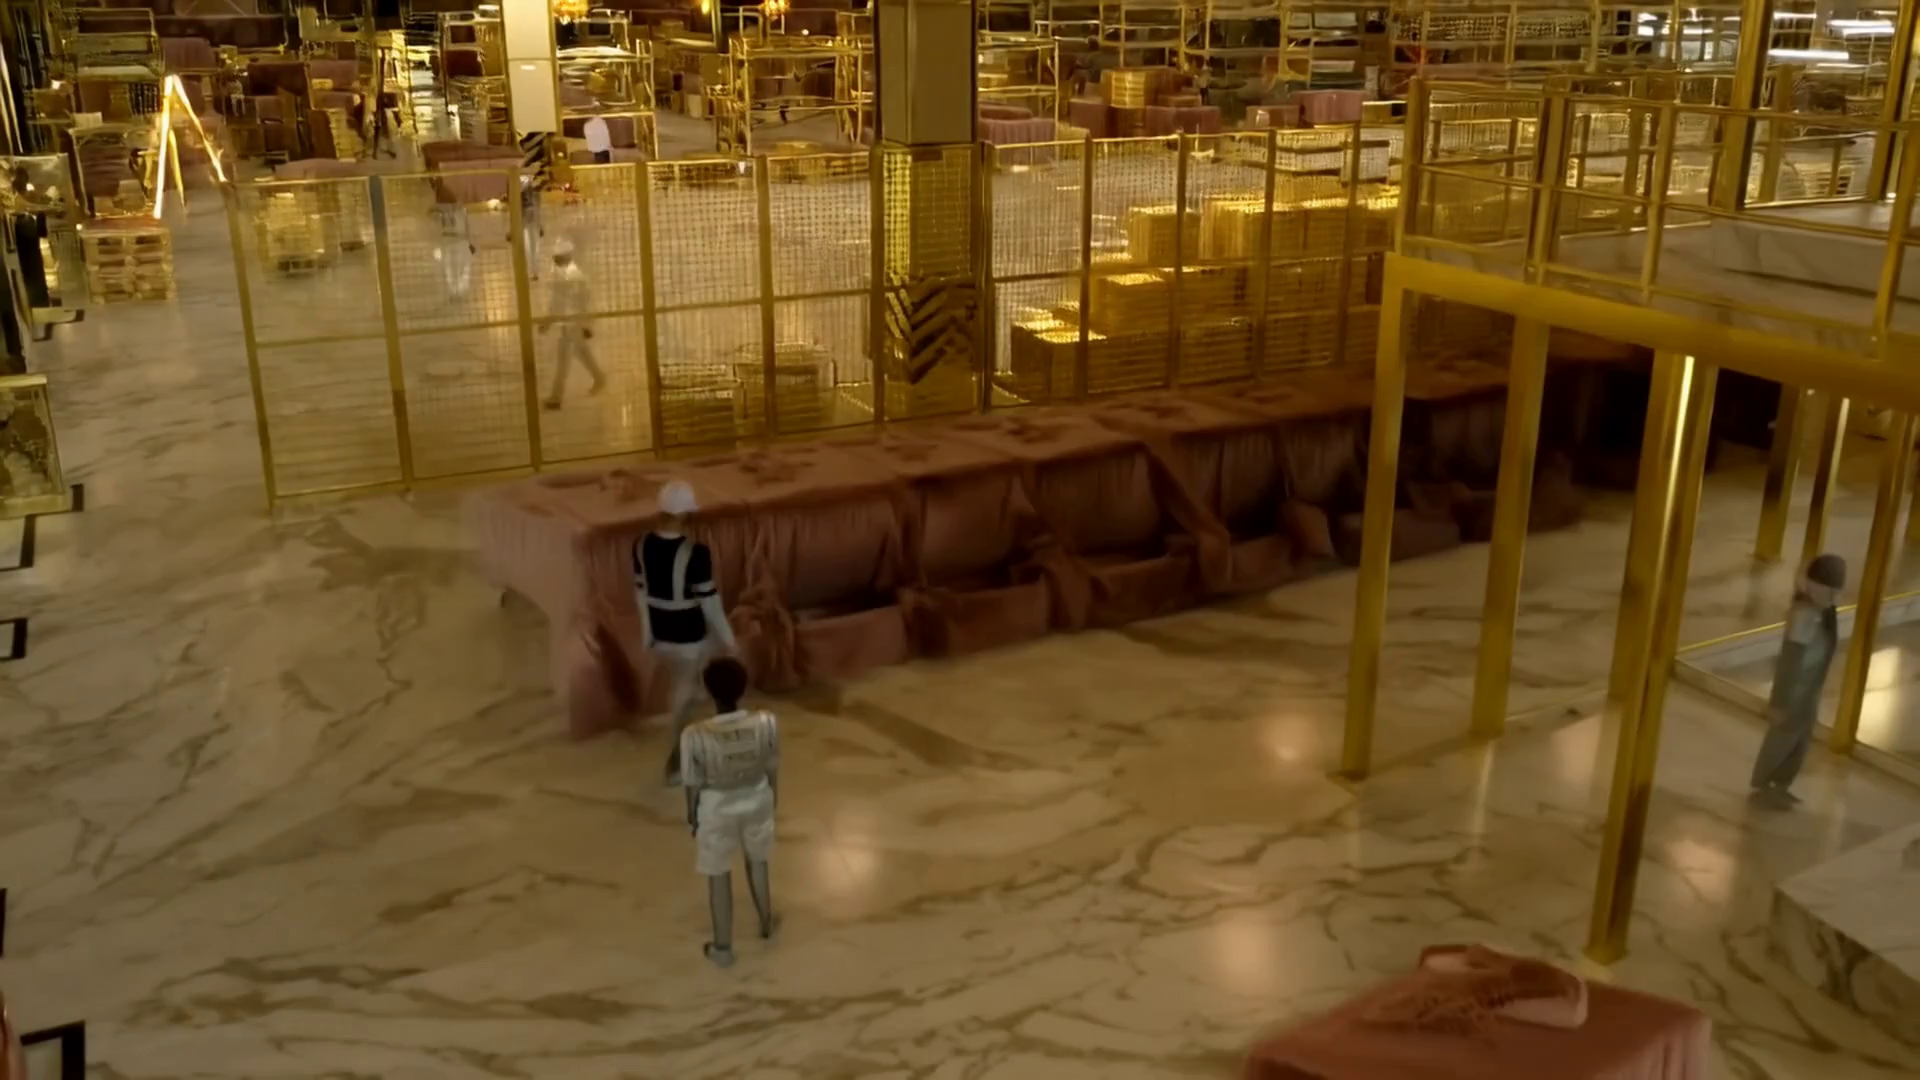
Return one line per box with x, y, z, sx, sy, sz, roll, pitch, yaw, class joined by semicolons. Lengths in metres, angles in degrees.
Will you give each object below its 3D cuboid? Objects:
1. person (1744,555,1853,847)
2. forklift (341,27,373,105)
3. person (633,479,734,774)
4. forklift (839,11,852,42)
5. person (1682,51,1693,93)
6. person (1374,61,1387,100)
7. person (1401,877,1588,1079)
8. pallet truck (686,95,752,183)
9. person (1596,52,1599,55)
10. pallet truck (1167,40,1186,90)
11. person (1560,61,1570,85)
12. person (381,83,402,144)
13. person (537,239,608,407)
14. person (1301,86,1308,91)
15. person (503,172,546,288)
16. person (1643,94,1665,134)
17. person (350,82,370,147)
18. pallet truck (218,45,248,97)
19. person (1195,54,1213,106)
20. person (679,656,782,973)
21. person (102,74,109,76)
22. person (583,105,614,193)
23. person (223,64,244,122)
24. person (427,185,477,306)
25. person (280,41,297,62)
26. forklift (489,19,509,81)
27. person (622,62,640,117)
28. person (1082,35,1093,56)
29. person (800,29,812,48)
4.915;0.917;9.699;0.532;1.765;0.328;-17;25;-40;person
-22.275;-17.346;60.954;1.873;2.768;1.129;-9;21;-25;forklift
-1.740;0.536;10.568;0.551;1.913;0.583;13;23;34;person
-5.710;-25.045;83.272;1.873;2.768;1.129;-9;21;-25;forklift
29.655;-19.018;67.602;0.572;1.679;0.548;2;19;6;person
14.248;-15.210;56.241;0.552;1.901;0.596;-2;19;-7;person
1.996;2.092;6.257;0.645;1.794;0.978;9;21;24;person
-5.836;-9.608;39.856;0.823;1.965;1.885;10;22;27;pallet truck
29.861;-22.750;78.176;0.992;1.839;0.679;11;22;30;person
9.045;-19.971;69.895;0.823;1.965;1.885;-3;19;-8;pallet truck
20.459;-15.293;56.488;0.973;1.885;0.562;0;19;0;person
-16.519;-12.381;48.286;0.485;1.738;0.307;-9;21;-25;person
-4.599;-2.581;19.586;1.050;1.946;0.628;-17;25;-40;person
9.833;-12.240;47.977;0.546;1.647;0.881;-9;21;-26;person
-6.932;-4.958;26.534;0.635;1.888;0.828;-7;20;-18;person
17.383;-10.210;41.729;0.640;1.920;0.833;-3;19;-8;person
-17.248;-12.192;47.617;0.801;1.811;0.540;9;21;25;person
-28.879;-18.665;66.111;0.823;1.965;1.885;-3;19;-9;pallet truck
8.774;-16.510;59.932;0.628;1.945;0.425;-2;19;-6;person
-1.152;1.389;8.430;0.533;1.697;0.319;-9;21;-25;person
-28.465;-14.862;55.674;0.524;1.611;0.754;-13;23;-34;person
-8.265;-8.898;37.837;0.653;1.971;0.690;-12;23;-32;person
-24.094;-14.848;55.236;0.586;1.869;0.582;-4;19;-11;person
-7.646;-4.428;25.129;0.698;1.807;0.454;-1;19;-2;person
-28.541;-20.239;70.760;0.627;1.940;0.372;-9;21;-25;person
-19.251;-20.452;69.958;1.129;2.768;1.873;14;23;34;forklift
-11.262;-15.444;56.983;0.650;1.887;0.848;-14;24;-35;person
6.026;-22.756;78.169;0.655;1.877;0.891;17;25;41;person
-7.871;-25.135;84.961;0.627;1.936;0.372;-9;21;-25;person
